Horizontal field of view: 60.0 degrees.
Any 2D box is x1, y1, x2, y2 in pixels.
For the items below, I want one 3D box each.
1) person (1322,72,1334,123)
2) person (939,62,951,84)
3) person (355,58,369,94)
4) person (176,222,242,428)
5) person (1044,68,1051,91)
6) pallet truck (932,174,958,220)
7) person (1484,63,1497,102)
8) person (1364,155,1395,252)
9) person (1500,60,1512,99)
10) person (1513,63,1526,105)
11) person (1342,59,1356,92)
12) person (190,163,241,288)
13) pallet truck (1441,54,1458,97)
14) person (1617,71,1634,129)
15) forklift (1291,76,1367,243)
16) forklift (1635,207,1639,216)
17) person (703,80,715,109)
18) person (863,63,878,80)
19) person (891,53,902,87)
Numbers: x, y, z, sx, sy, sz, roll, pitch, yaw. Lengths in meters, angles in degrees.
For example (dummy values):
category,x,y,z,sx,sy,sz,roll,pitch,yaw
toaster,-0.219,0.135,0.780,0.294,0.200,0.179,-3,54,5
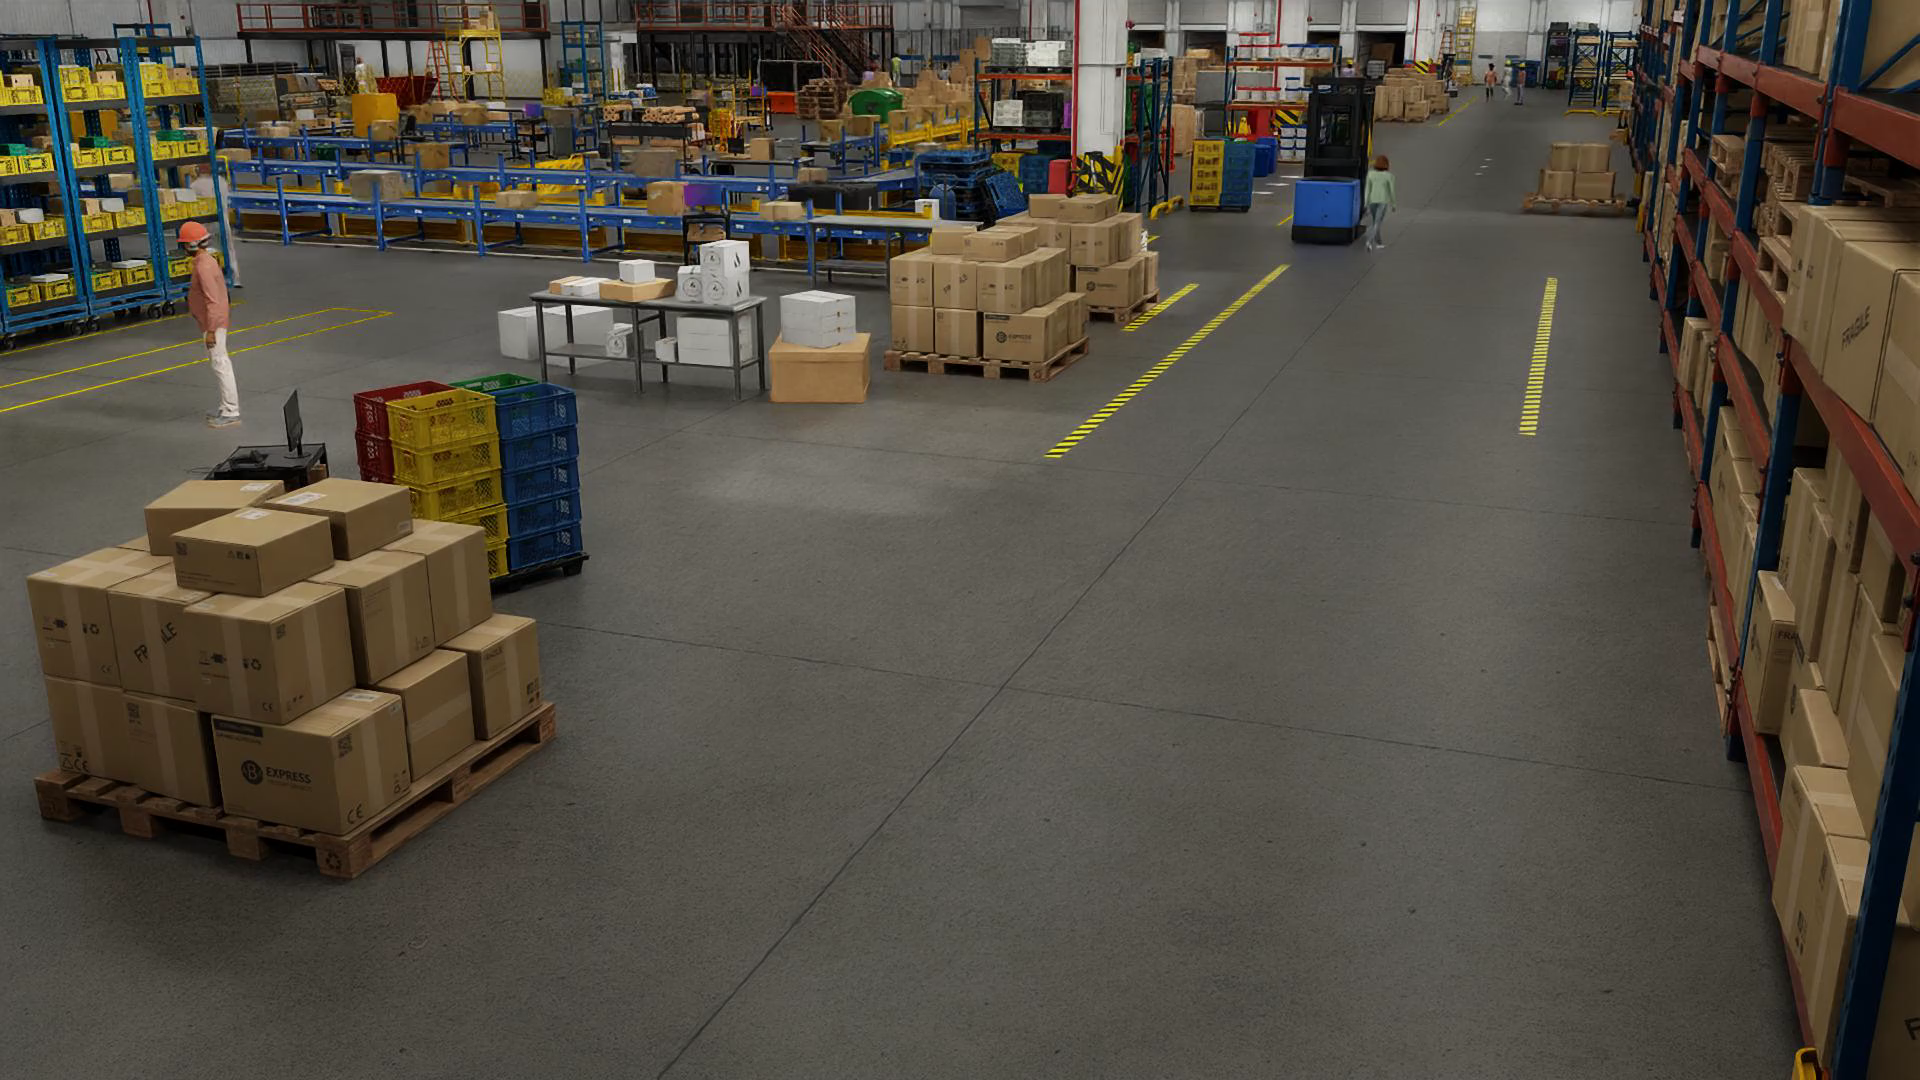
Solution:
category,x,y,z,sx,sy,sz,roll,pitch,yaw
person,12.090,-14.475,54.999,0.691,2.000,0.696,15,23,40
person,-0.628,-18.858,69.042,0.532,1.876,0.321,-7,19,-20
person,-27.744,-21.411,77.114,0.926,1.852,0.585,6,19,18
person,-7.295,-2.092,16.172,0.392,1.990,0.614,-7,19,-21
person,4.315,-23.660,84.030,0.630,1.935,0.366,-4,18,-13
pallet truck,-0.507,-5.292,27.348,0.653,1.274,1.630,6,19,19
person,23.707,-20.471,74.418,0.547,1.680,0.378,12,21,34
person,7.056,-5.684,28.093,0.502,1.605,0.806,14,23,38
person,25.256,-21.270,76.855,0.498,1.726,0.419,-10,20,-28
person,24.187,-19.670,71.765,0.308,1.772,0.525,-4,18,-12
person,16.971,-20.046,72.748,0.587,1.897,0.846,-9,20,-26
person,-11.020,-4.644,24.400,0.959,1.867,0.661,11,21,30
pallet truck,22.765,-21.886,78.355,0.823,1.965,1.885,-4,18,-14
person,22.975,-15.154,57.299,0.356,1.936,0.551,-10,20,-29
forklift,6.598,-6.755,29.381,1.129,2.768,1.873,6,19,19
forklift,14.396,-7.770,32.571,1.873,2.768,1.129,6,19,19
person,-8.289,-14.176,54.520,0.612,1.752,0.527,9,20,26
person,-3.448,-17.319,64.039,0.719,1.988,0.391,4,18,13
person,-3.312,-24.577,87.139,0.612,1.790,0.842,2,18,7
